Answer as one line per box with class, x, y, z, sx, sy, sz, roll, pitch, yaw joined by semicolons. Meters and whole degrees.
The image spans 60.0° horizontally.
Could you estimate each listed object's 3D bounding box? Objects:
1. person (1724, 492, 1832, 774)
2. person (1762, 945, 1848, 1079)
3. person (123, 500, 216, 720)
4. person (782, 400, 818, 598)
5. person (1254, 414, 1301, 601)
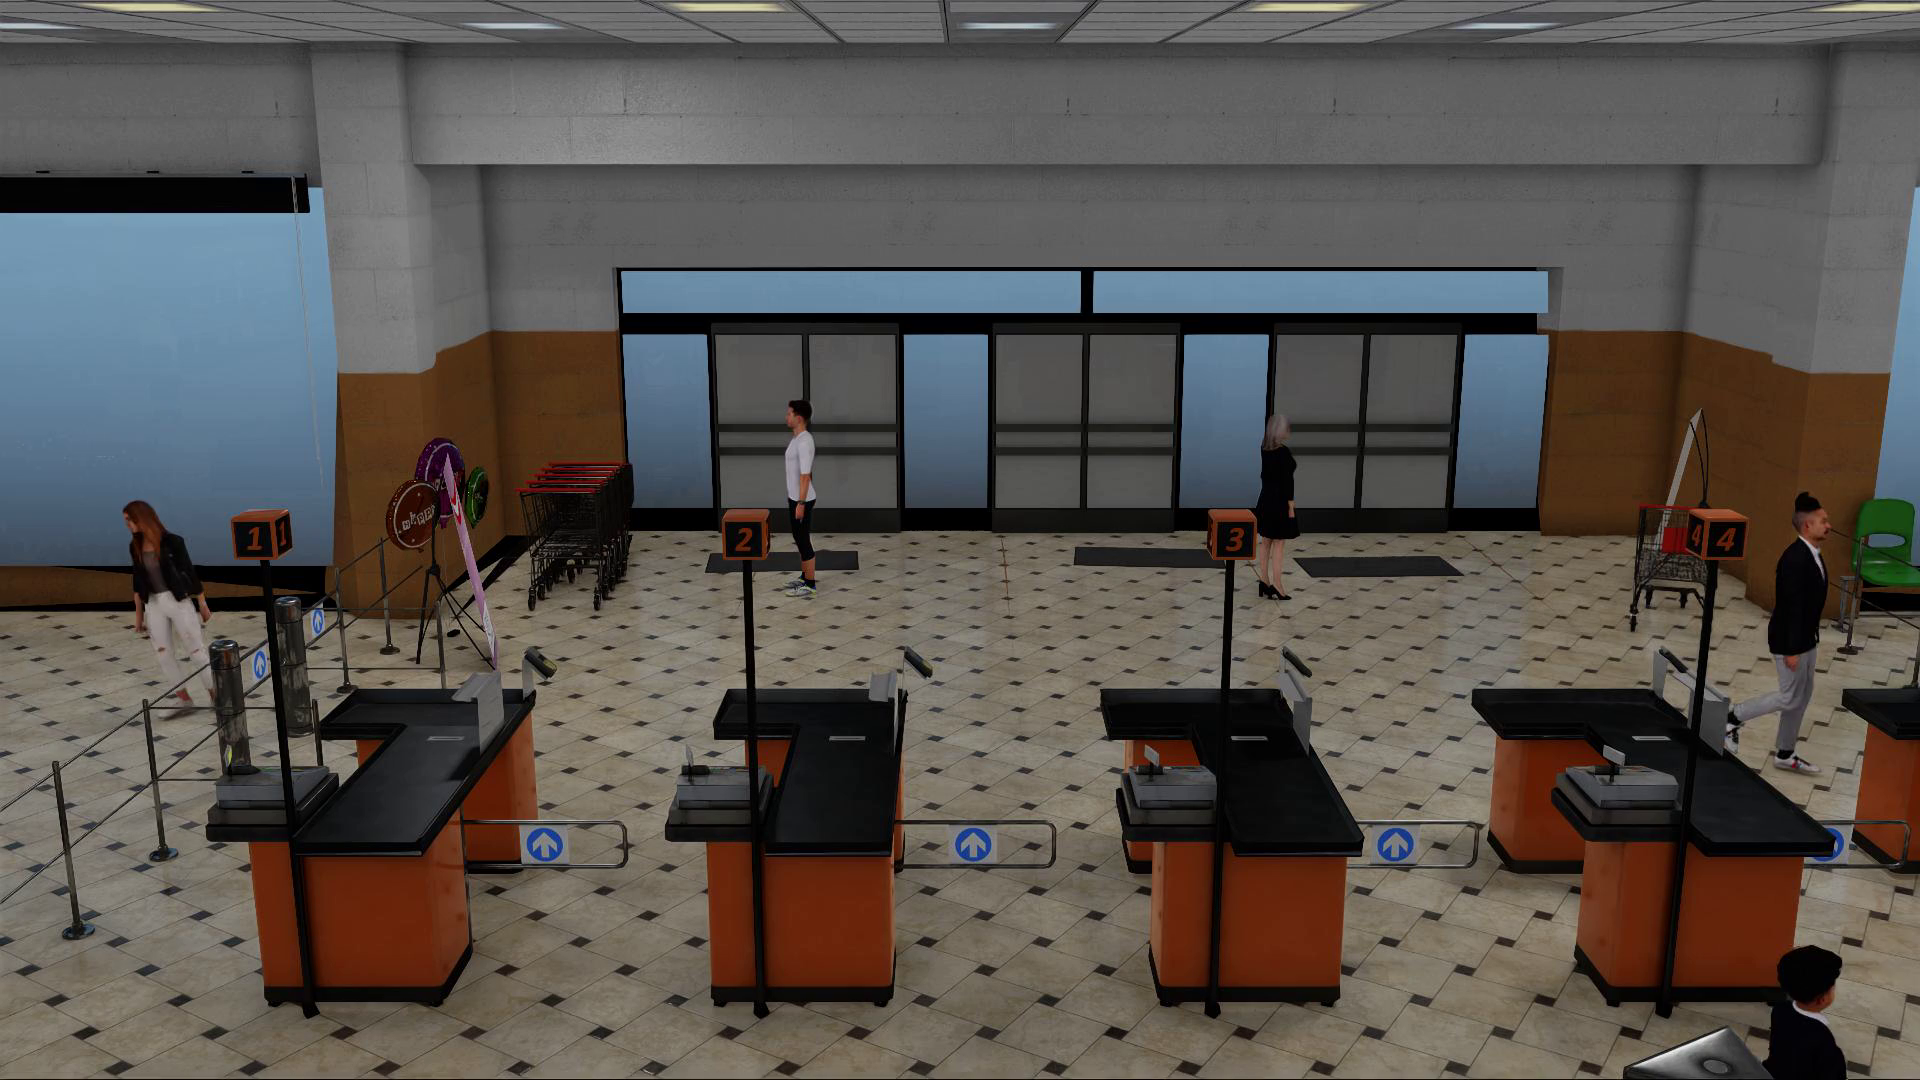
person;5.540;0.626;11.248;1.066;1.938;1.021;11;18;39
person;3.199;2.158;6.461;0.644;1.217;0.612;-4;14;-15
person;-5.767;0.514;12.281;0.791;1.669;0.606;-2;14;-10
person;-1.496;-0.403;15.678;0.776;1.851;0.549;-2;14;-10
person;2.960;-0.313;15.528;0.749;1.747;0.642;-7;15;-25
